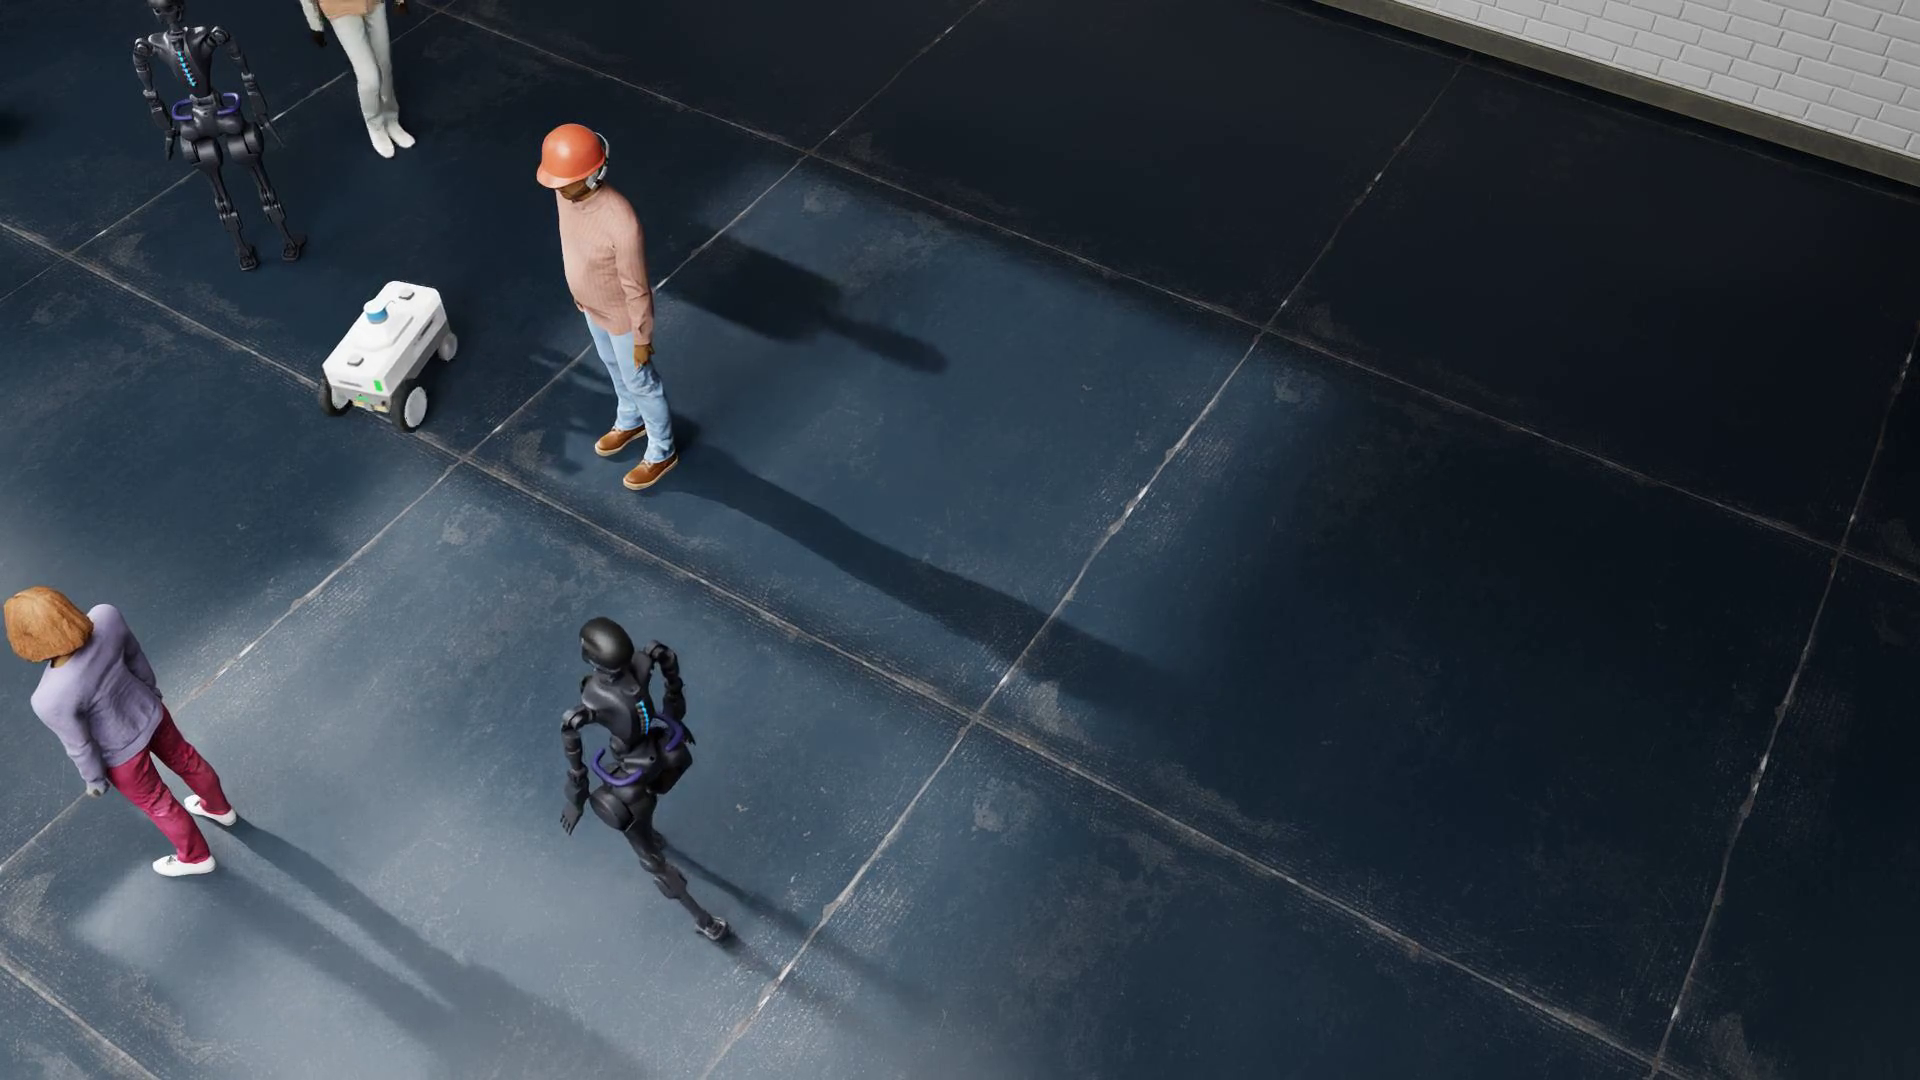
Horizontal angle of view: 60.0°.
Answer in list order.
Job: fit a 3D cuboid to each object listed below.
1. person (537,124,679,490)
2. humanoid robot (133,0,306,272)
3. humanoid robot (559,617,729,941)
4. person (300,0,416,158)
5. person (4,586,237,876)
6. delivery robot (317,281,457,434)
[{"bbox_3d":[-1.603,-1.062,7.608,0.402,1.986,0.610,-32,56,-25],"label":"person"},{"bbox_3d":[-3.926,-2.168,8.768,0.599,1.653,0.315,-11,50,-10],"label":"humanoid robot"},{"bbox_3d":[-1.177,0.870,6.164,0.771,1.655,0.600,32,56,25],"label":"humanoid robot"},{"bbox_3d":[-3.385,-3.025,9.372,0.475,1.902,0.607,33,56,25],"label":"person"},{"bbox_3d":[-3.153,0.731,6.268,0.285,1.633,0.500,8,49,7],"label":"person"},{"bbox_3d":[-2.907,-0.957,8.459,0.499,0.590,0.789,12,50,11],"label":"delivery robot"}]
